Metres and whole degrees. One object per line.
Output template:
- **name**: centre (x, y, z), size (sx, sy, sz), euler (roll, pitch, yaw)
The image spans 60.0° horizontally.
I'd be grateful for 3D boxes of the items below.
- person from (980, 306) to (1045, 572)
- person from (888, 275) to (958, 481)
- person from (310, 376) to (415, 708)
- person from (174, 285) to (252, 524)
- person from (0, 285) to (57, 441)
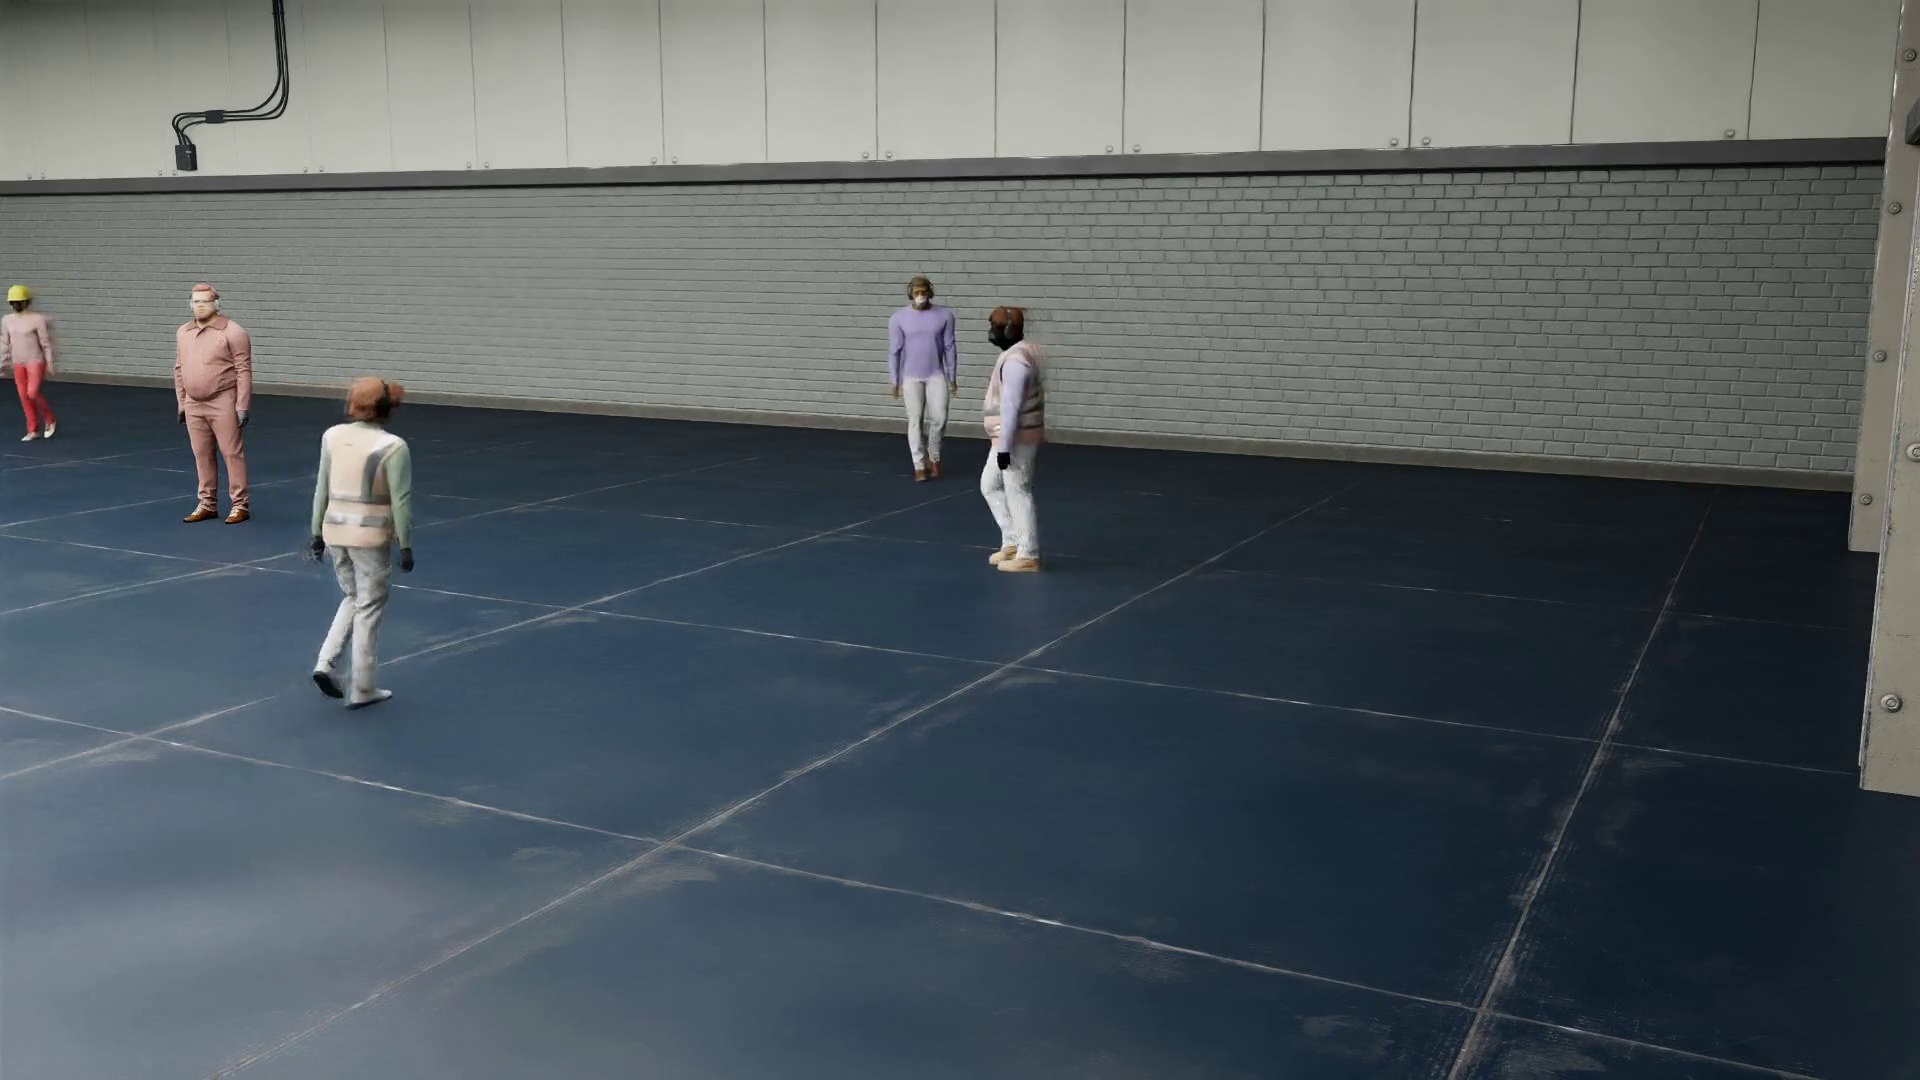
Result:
- **person**: centre (0.334, -0.680, 11.347), size (0.517, 1.820, 0.652), euler (0, 10, 3)
- **person**: centre (-0.346, -1.499, 15.530), size (0.664, 1.925, 0.444), euler (-1, 10, -7)
- **person**: centre (-2.885, 0.017, 8.070), size (0.534, 1.616, 0.427), euler (5, 11, 23)
- **person**: centre (-5.981, -1.077, 13.282), size (0.653, 1.906, 0.408), euler (2, 11, 12)
- **person**: centre (-10.416, -1.967, 18.566), size (0.542, 1.750, 0.385), euler (2, 11, 8)
